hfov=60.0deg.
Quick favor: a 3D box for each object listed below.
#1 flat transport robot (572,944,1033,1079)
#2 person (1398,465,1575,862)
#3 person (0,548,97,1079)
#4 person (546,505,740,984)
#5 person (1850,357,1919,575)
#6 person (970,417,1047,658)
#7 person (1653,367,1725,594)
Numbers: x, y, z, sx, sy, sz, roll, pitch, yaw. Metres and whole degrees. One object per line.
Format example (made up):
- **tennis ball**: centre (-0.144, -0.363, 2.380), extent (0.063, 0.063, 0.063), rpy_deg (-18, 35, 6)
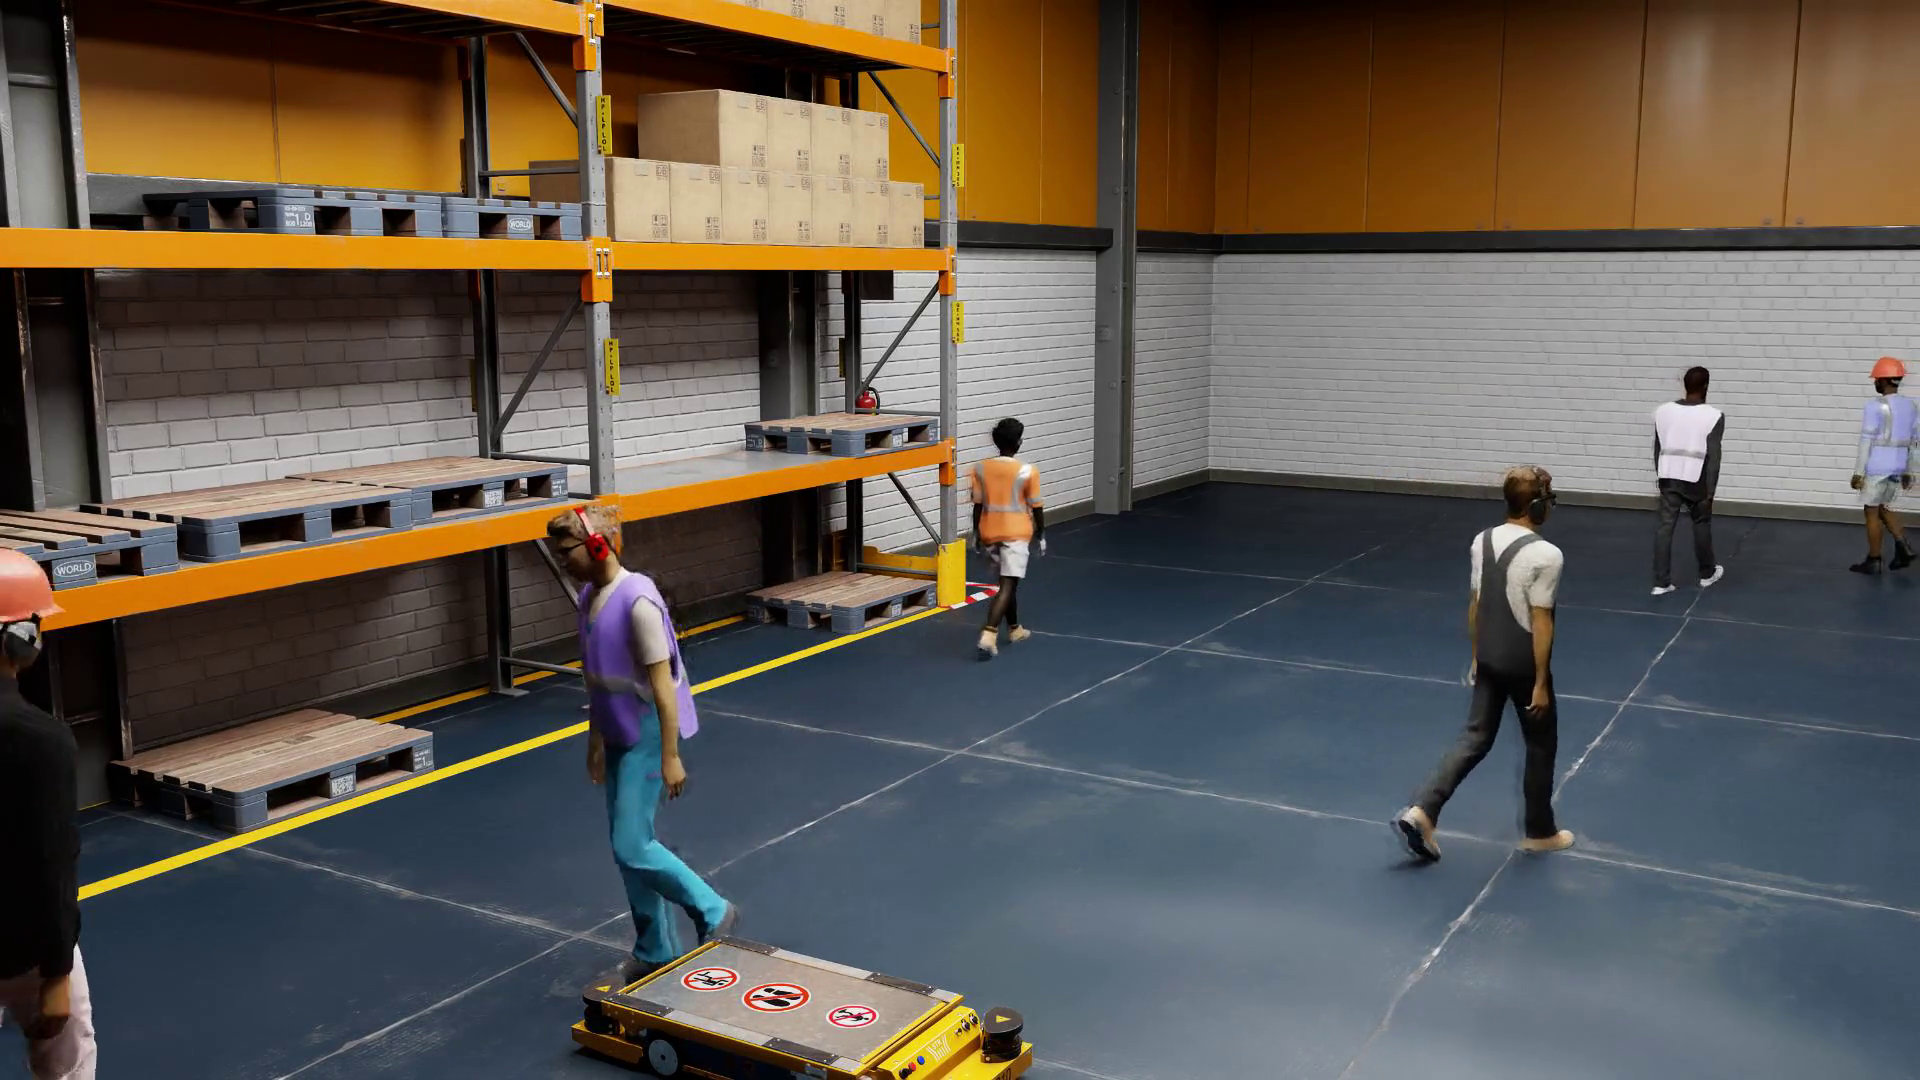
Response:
- **flat transport robot**: centre (-0.539, 1.630, 5.552), extent (1.431, 0.197, 0.652), rpy_deg (5, 11, 30)
- **person**: centre (2.408, 0.565, 7.430), extent (0.889, 1.816, 0.514), rpy_deg (-5, 10, -27)
- **person**: centre (-2.491, 1.015, 4.153), extent (0.625, 1.968, 0.815), rpy_deg (3, 9, 16)
- **person**: centre (-1.213, 0.763, 6.185), extent (0.545, 1.803, 0.637), rpy_deg (-6, 11, -31)
- **person**: centre (8.100, -0.636, 14.583), extent (0.552, 1.924, 0.445), rpy_deg (-4, 10, -23)
- **person**: centre (0.313, -0.027, 11.586), extent (0.539, 1.656, 0.862), rpy_deg (5, 11, 30)
- **person**: centre (6.103, -0.504, 13.901), extent (0.595, 1.876, 0.949), rpy_deg (9, 12, 43)
